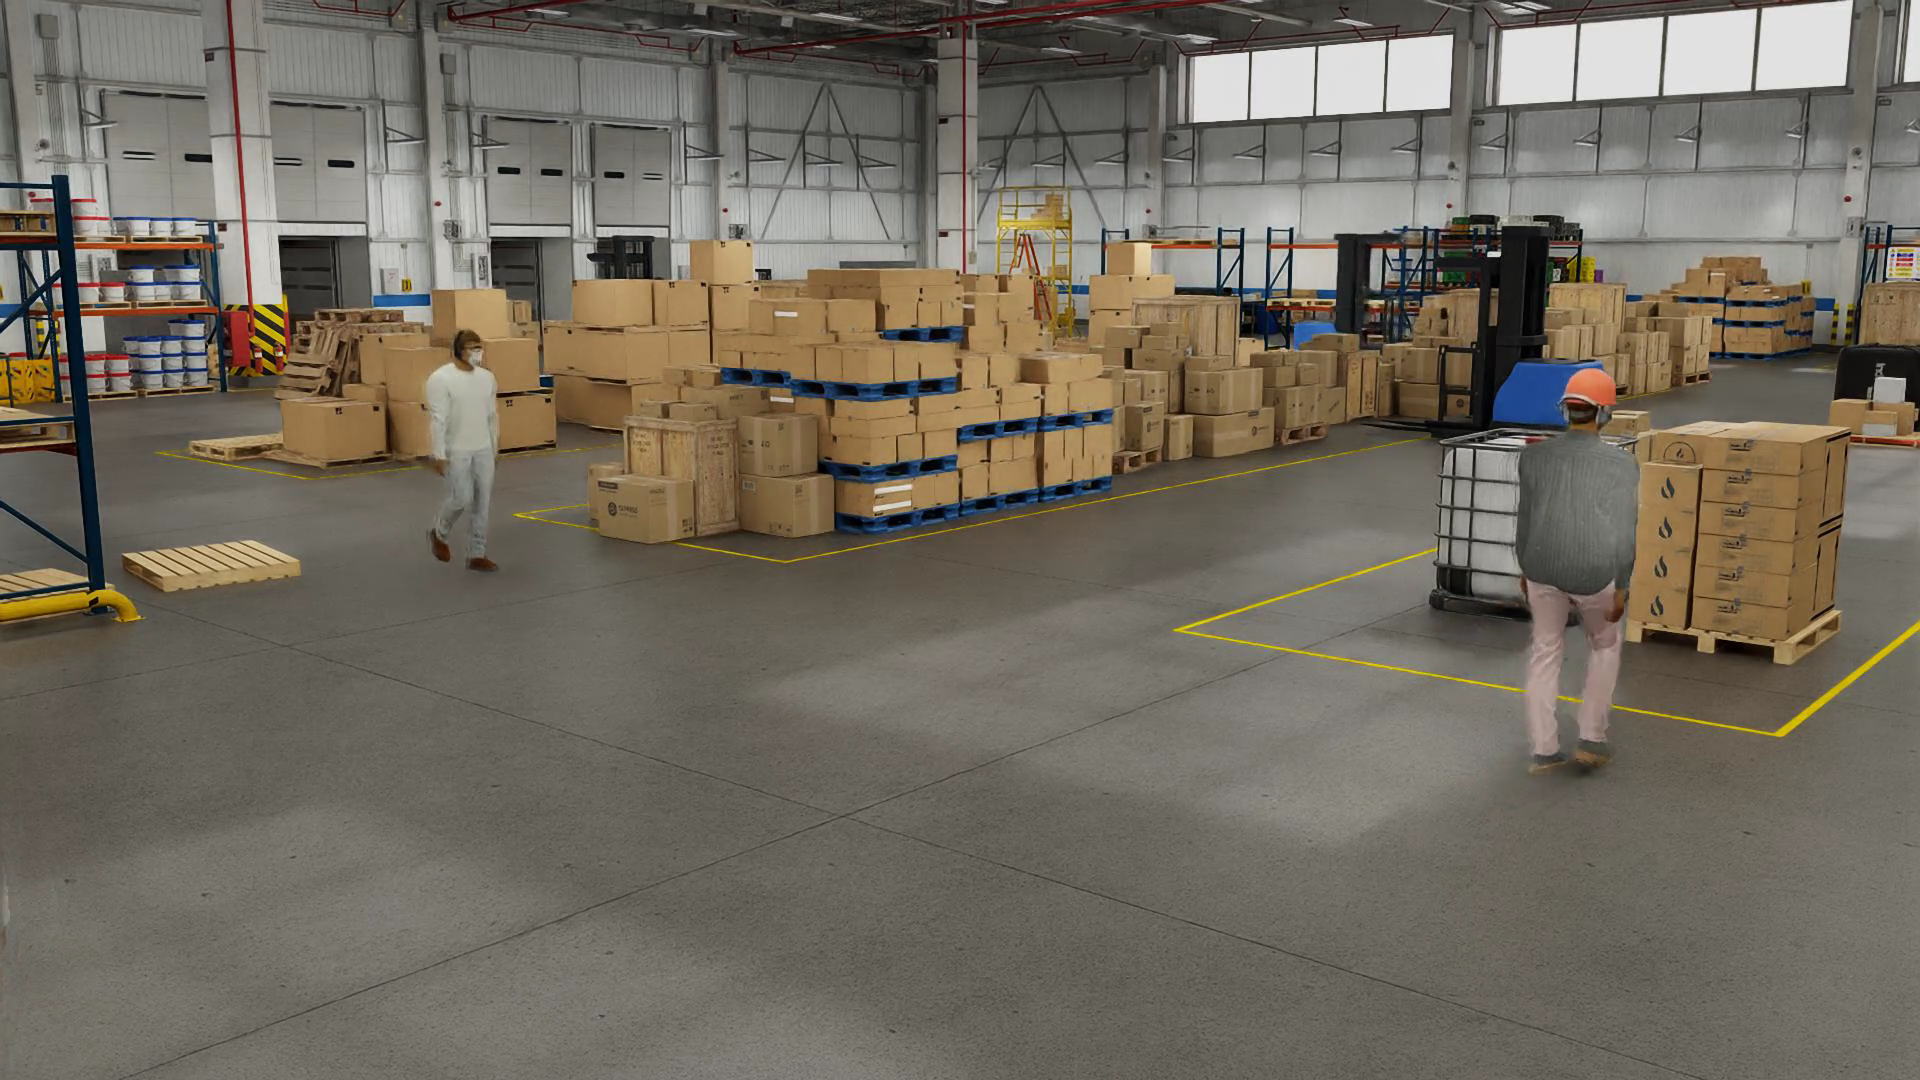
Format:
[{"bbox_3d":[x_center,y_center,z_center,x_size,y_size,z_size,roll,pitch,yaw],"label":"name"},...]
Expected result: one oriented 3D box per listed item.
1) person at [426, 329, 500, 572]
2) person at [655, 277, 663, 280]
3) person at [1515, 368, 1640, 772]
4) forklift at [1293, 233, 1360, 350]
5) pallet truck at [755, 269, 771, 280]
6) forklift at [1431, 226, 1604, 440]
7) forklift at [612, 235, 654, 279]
[{"bbox_3d":[-3.912,-0.702,13.105,0.530,1.923,0.639,7,12,35],"label":"person"},{"bbox_3d":[-6.503,-4.725,36.024,0.635,1.929,0.387,-5,11,-25],"label":"person"},{"bbox_3d":[3.015,0.151,8.126,0.616,1.975,0.598,8,13,38],"label":"person"},{"bbox_3d":[7.565,-4.611,32.646,1.873,2.768,1.129,4,11,21],"label":"forklift"},{"bbox_3d":[-4.996,-6.432,45.525,1.885,1.965,0.823,-6,12,-32],"label":"pallet truck"},{"bbox_3d":[7.339,-2.688,21.696,1.873,2.768,1.129,8,13,40],"label":"forklift"},{"bbox_3d":[-7.300,-5.450,37.421,1.873,2.768,1.129,8,13,40],"label":"forklift"}]
